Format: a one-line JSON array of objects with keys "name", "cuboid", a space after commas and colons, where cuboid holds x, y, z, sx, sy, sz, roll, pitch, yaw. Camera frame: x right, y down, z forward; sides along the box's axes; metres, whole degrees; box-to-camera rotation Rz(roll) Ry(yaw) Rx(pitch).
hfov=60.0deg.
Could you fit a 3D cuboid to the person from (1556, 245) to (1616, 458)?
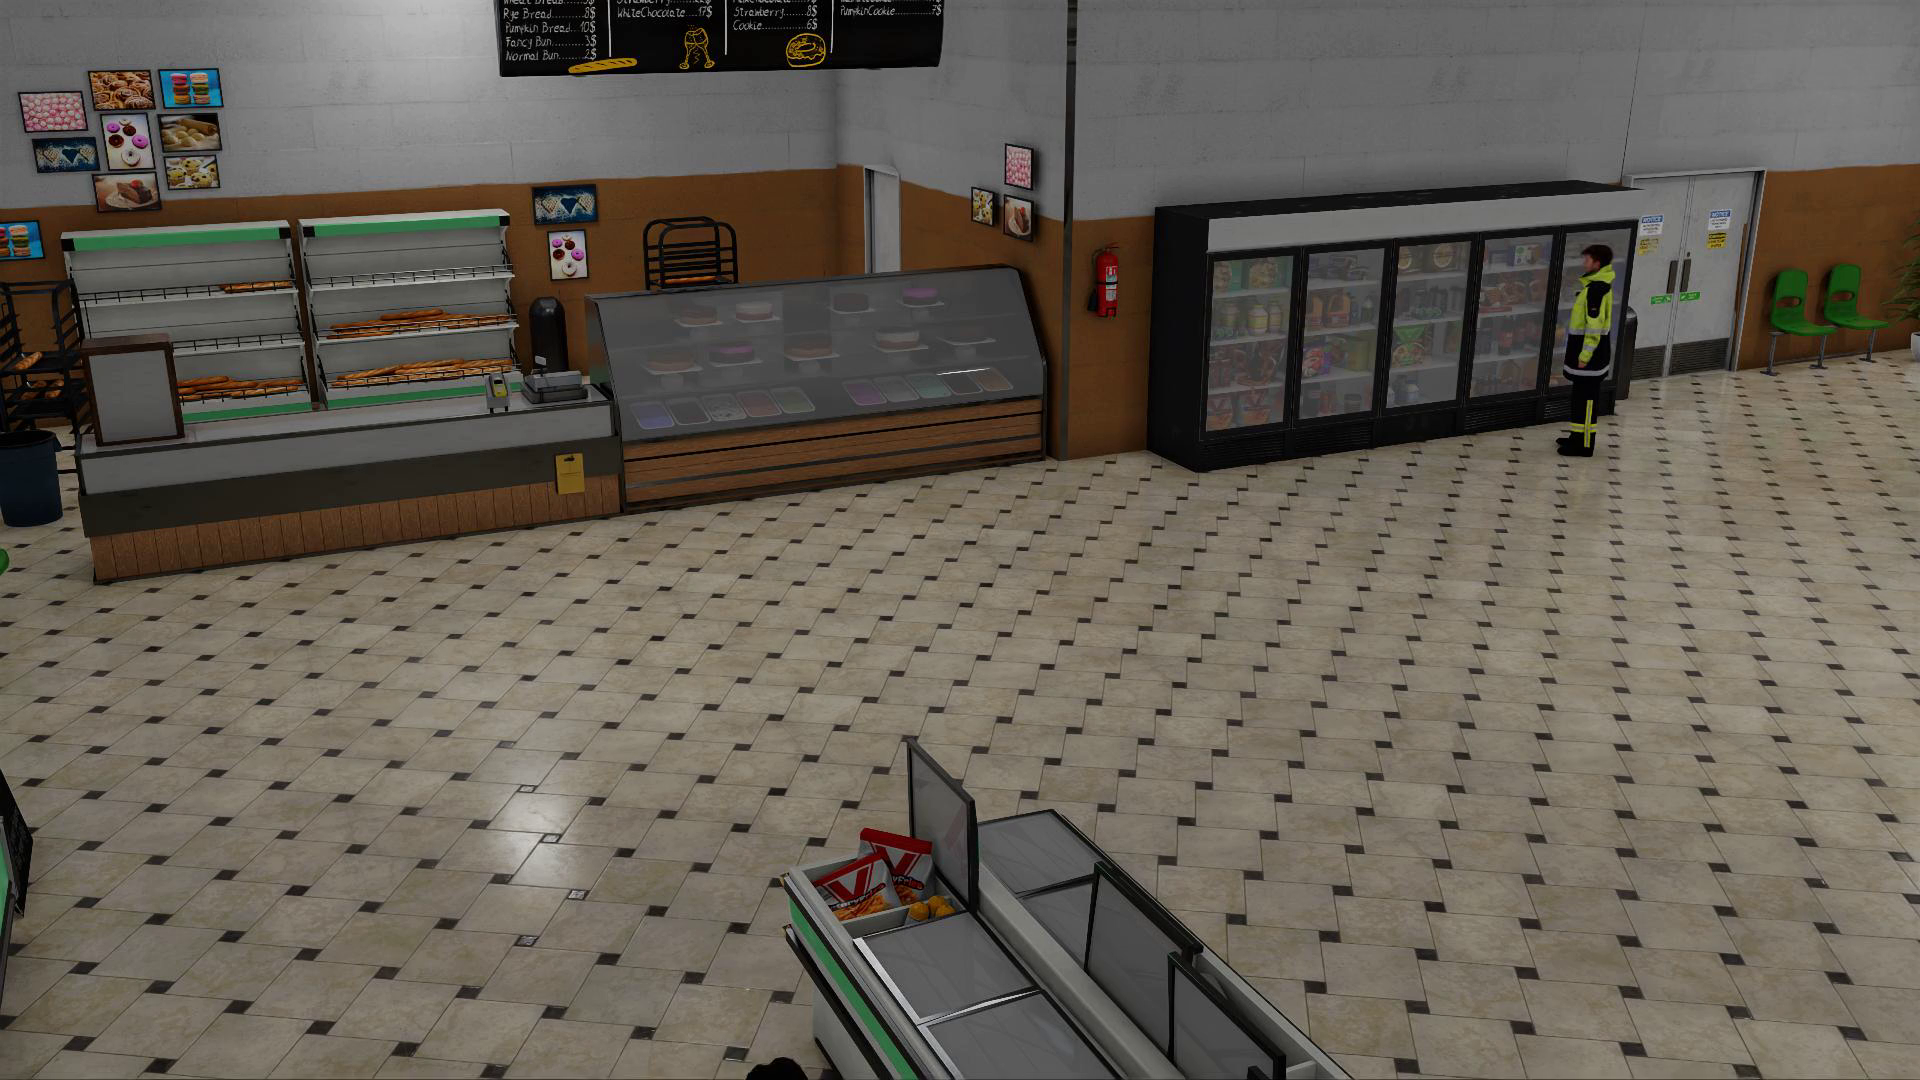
[{"name": "person", "cuboid": [5.885, -1.779, 15.554, 0.917, 1.979, 0.854, 6, 20, 18]}]
